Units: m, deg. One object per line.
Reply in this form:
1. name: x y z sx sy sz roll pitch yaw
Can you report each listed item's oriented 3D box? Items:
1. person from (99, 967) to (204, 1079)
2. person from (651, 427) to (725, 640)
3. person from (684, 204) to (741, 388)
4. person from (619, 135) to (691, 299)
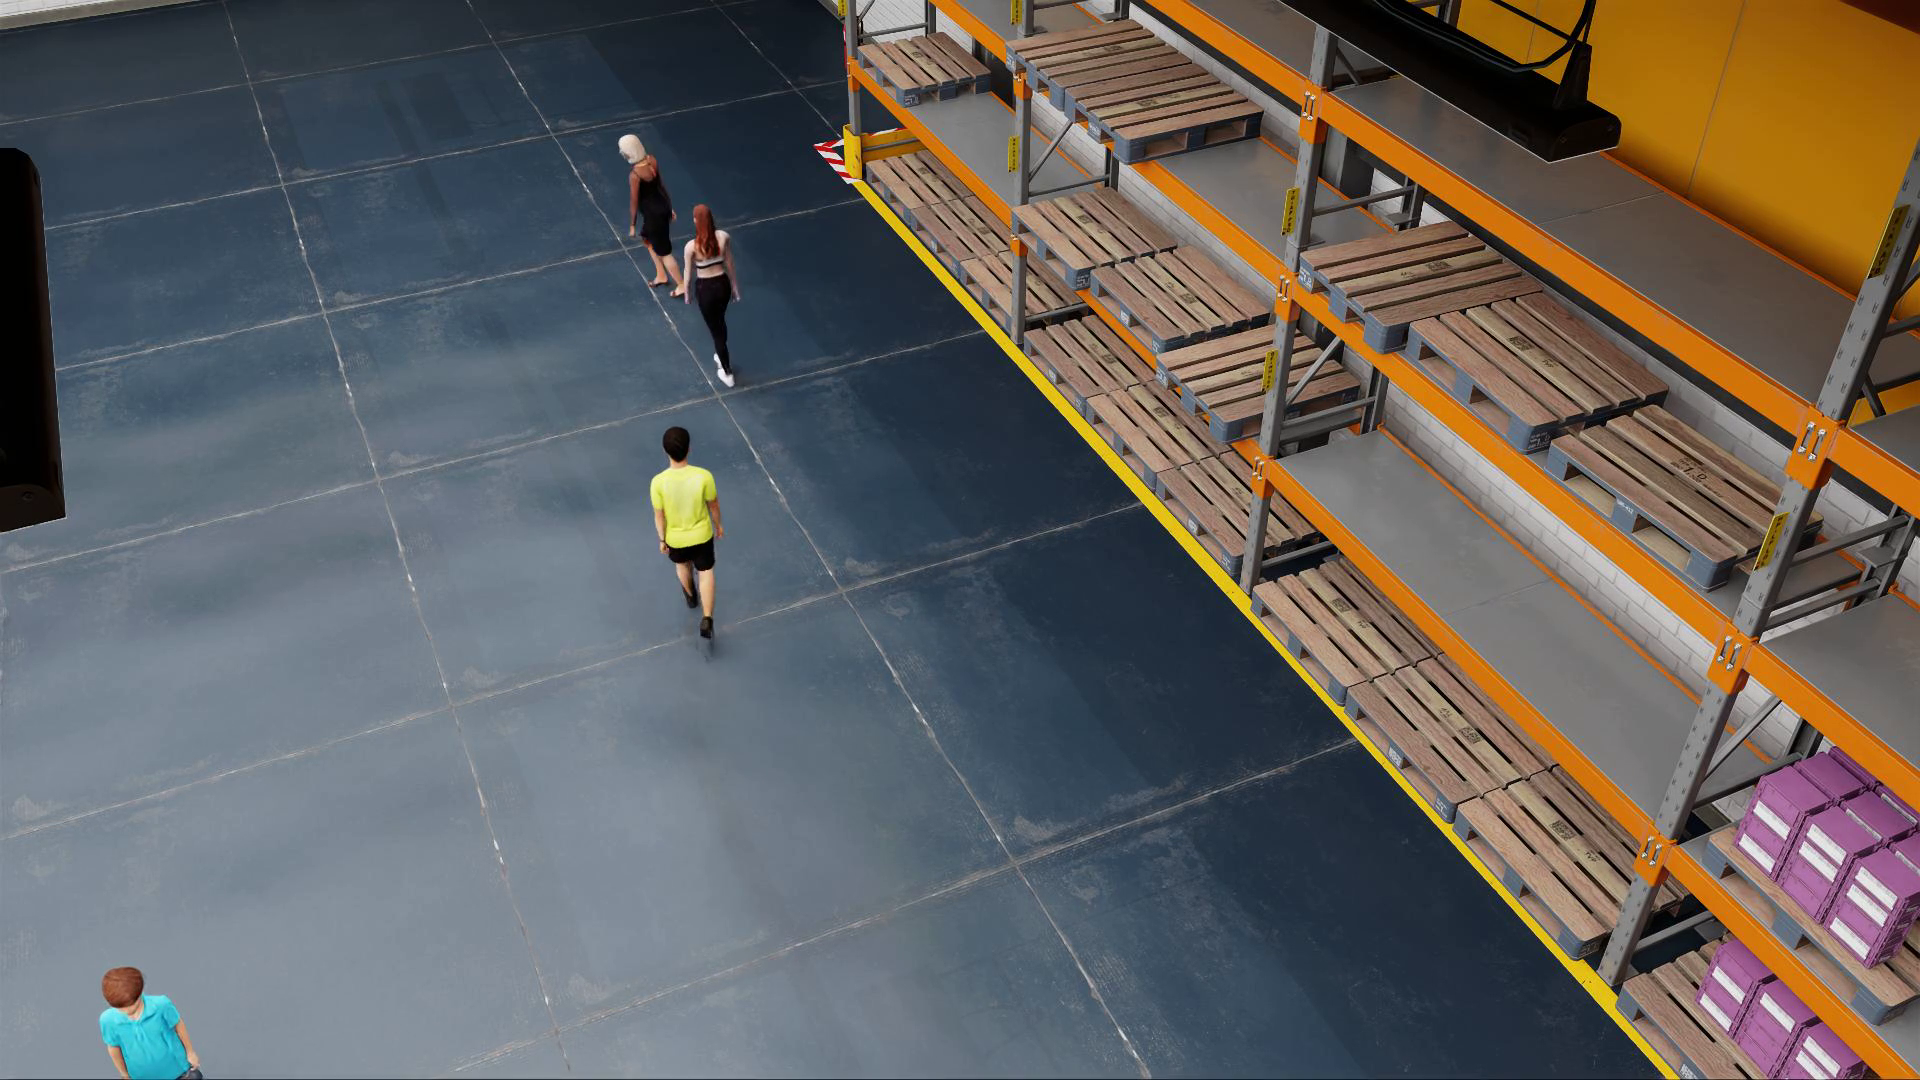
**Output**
1. person: -4.239 2.733 8.777 0.511 1.449 0.472 -16 41 -19
2. person: -1.961 -0.022 12.040 0.806 1.683 1.102 -7 39 -8
3. person: -2.127 -2.111 14.617 0.637 1.731 0.738 -20 43 -23
4. person: -2.834 -3.054 15.826 0.868 1.695 0.815 14 41 17
